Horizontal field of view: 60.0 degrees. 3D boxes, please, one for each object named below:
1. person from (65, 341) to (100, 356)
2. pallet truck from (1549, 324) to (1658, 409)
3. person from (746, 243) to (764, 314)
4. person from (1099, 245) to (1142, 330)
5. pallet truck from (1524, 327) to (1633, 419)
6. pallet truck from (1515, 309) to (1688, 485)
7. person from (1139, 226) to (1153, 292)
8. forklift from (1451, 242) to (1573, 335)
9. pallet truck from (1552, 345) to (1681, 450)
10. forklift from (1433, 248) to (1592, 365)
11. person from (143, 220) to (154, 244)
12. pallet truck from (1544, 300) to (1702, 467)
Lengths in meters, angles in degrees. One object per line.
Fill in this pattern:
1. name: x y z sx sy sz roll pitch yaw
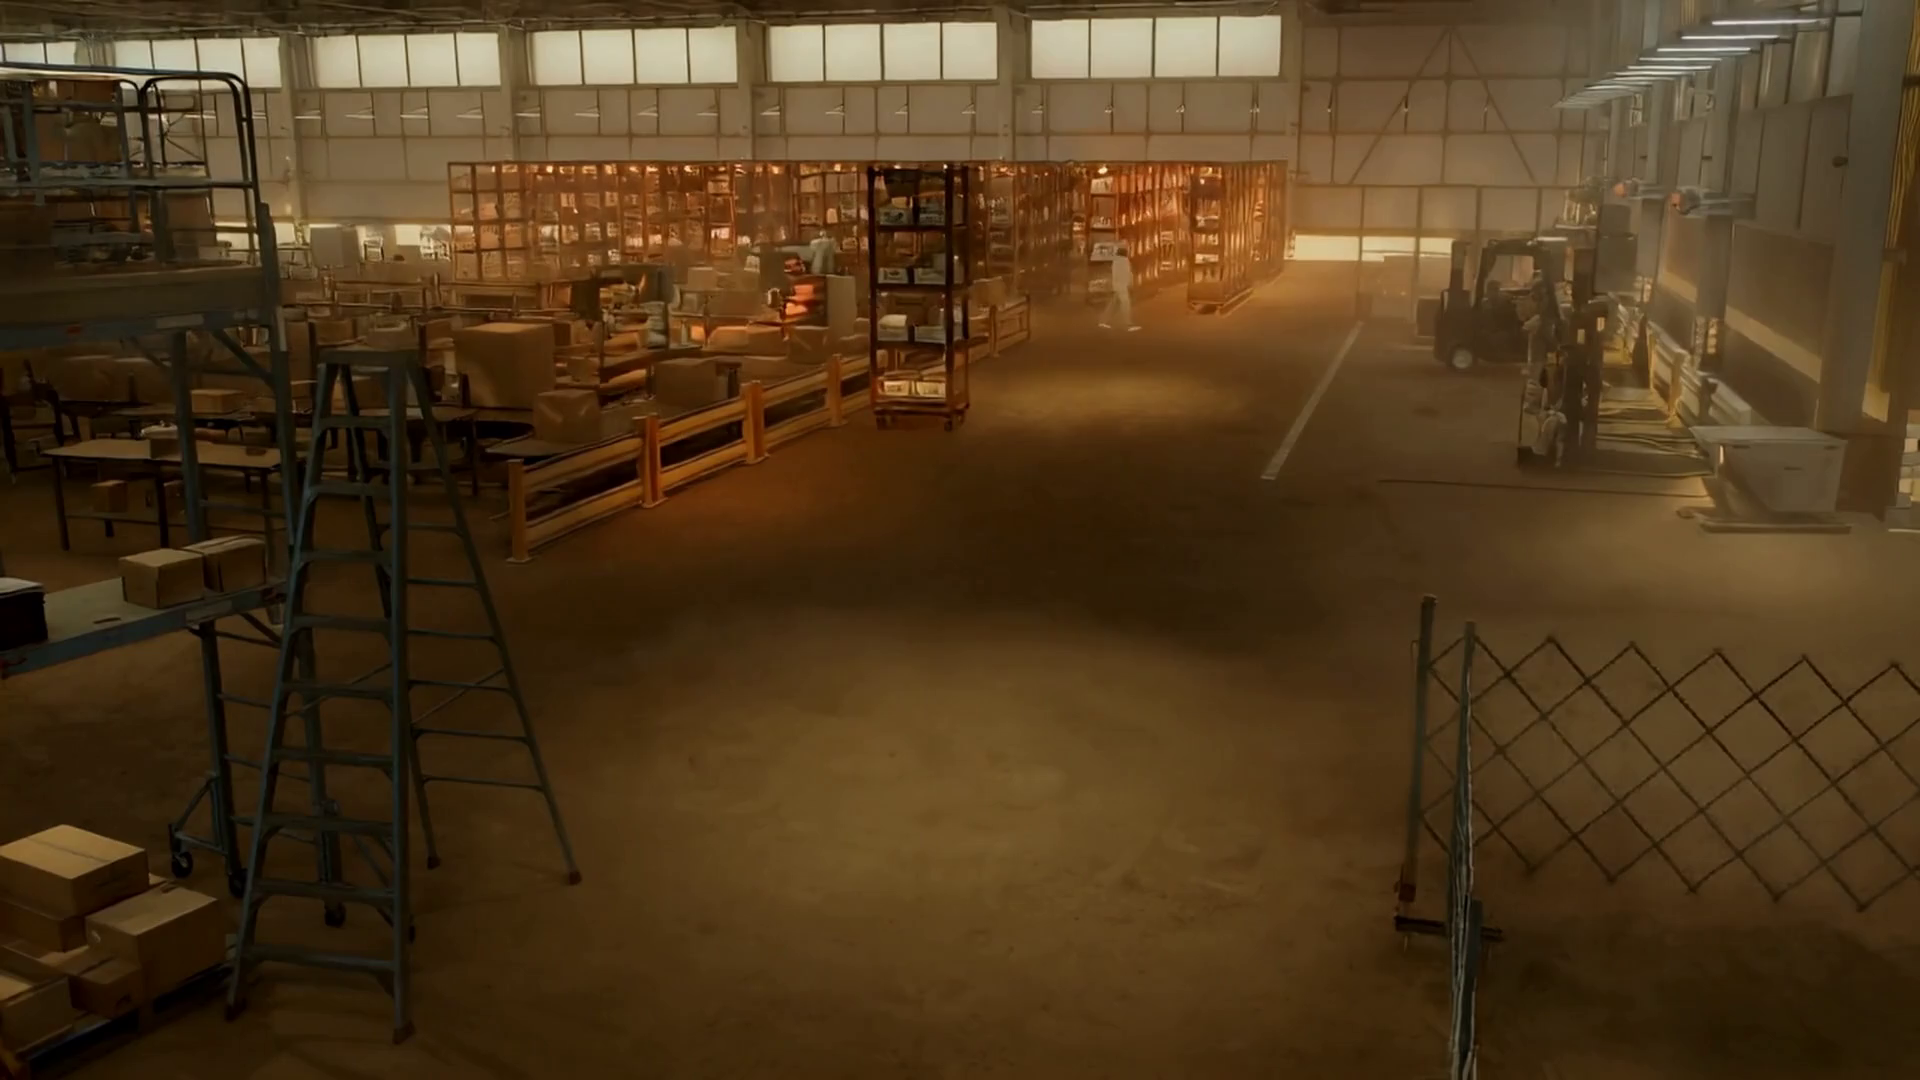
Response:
1. person: -13.511 -2.990 25.672 0.532 1.745 0.671 11 17 40
2. pallet truck: 9.824 -2.669 25.407 1.601 1.201 0.680 4 14 16
3. person: -4.740 -5.930 38.247 0.805 1.806 0.595 4 14 15
4. person: 3.497 -5.548 36.496 1.023 1.858 0.633 5 14 20
5. pallet truck: 9.065 -2.460 24.370 1.522 1.261 0.704 3 13 14
6. pallet truck: 7.554 -1.677 19.446 1.885 1.965 0.823 3 13 14
7. person: 5.236 -7.886 46.629 0.405 1.834 0.582 -6 14 -25
8. forklift: 10.464 -4.597 31.405 2.680 1.987 1.157 4 14 16
9. pallet truck: 8.641 -1.896 21.908 1.630 1.274 0.653 4 14 16
10. forklift: 9.780 -4.111 29.280 2.680 1.987 1.157 3 13 14
11. person: -22.729 -8.003 46.793 0.609 1.986 0.390 8 15 30
12. pallet truck: 8.263 -1.952 20.631 1.885 1.965 0.823 5 14 20
